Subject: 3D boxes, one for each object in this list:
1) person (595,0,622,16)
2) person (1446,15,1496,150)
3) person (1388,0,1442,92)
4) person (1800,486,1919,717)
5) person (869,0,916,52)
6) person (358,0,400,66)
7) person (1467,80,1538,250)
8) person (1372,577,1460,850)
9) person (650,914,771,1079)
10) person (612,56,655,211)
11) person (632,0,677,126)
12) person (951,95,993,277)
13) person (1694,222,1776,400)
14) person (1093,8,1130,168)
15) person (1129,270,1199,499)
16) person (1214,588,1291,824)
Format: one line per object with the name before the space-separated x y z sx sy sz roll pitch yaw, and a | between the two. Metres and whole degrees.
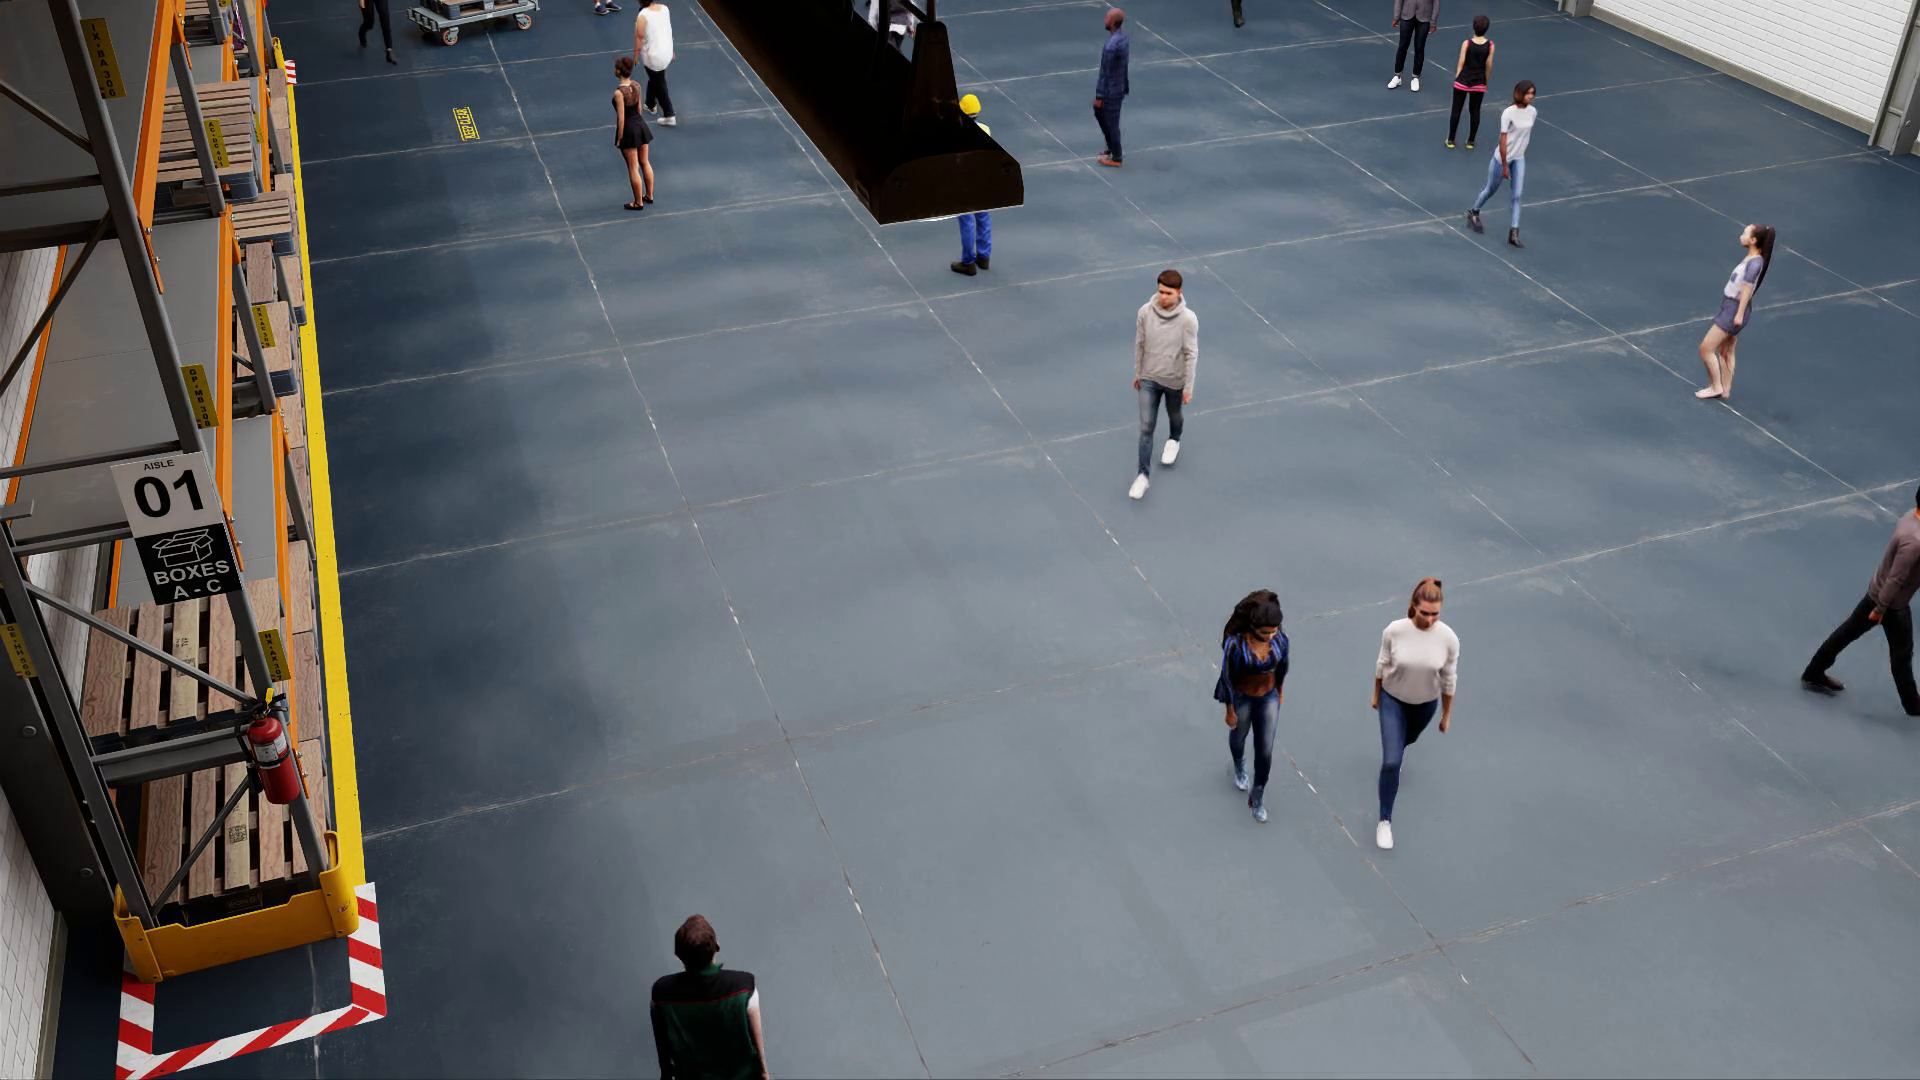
person | -5.234 -8.571 24.164 0.722 1.773 0.681 18 37 24
person | 6.021 -5.397 19.592 0.615 1.549 0.634 3 34 5
person | 5.851 -6.703 21.314 0.798 1.817 0.848 13 36 19
person | 5.951 0.335 10.812 1.188 1.721 1.093 -16 37 -22
person | -0.806 -6.296 20.727 0.847 1.790 1.153 -18 38 -25
person | -7.908 -7.259 22.235 1.126 1.725 0.929 27 42 34
person | 5.642 -3.946 17.286 0.608 1.684 1.108 -11 35 -15
person | 2.685 0.928 9.959 1.039 1.678 1.247 7 34 10
person | -1.098 2.447 7.535 0.735 1.831 0.756 -3 34 -4
person | -3.547 -4.408 17.993 0.734 1.672 0.682 18 37 24
person | -3.656 -5.868 20.200 1.087 1.661 1.000 17 37 23
person | 0.121 -3.534 16.553 0.734 1.810 0.694 -24 40 -31
person | 6.743 -1.922 14.283 0.765 1.638 0.713 17 37 23
person | 1.829 -5.139 18.971 0.854 1.806 0.781 9 35 14
person | 1.668 -1.310 13.208 1.201 1.809 1.290 14 36 19
person | 1.742 0.901 10.068 0.731 1.602 0.827 -5 34 -7
